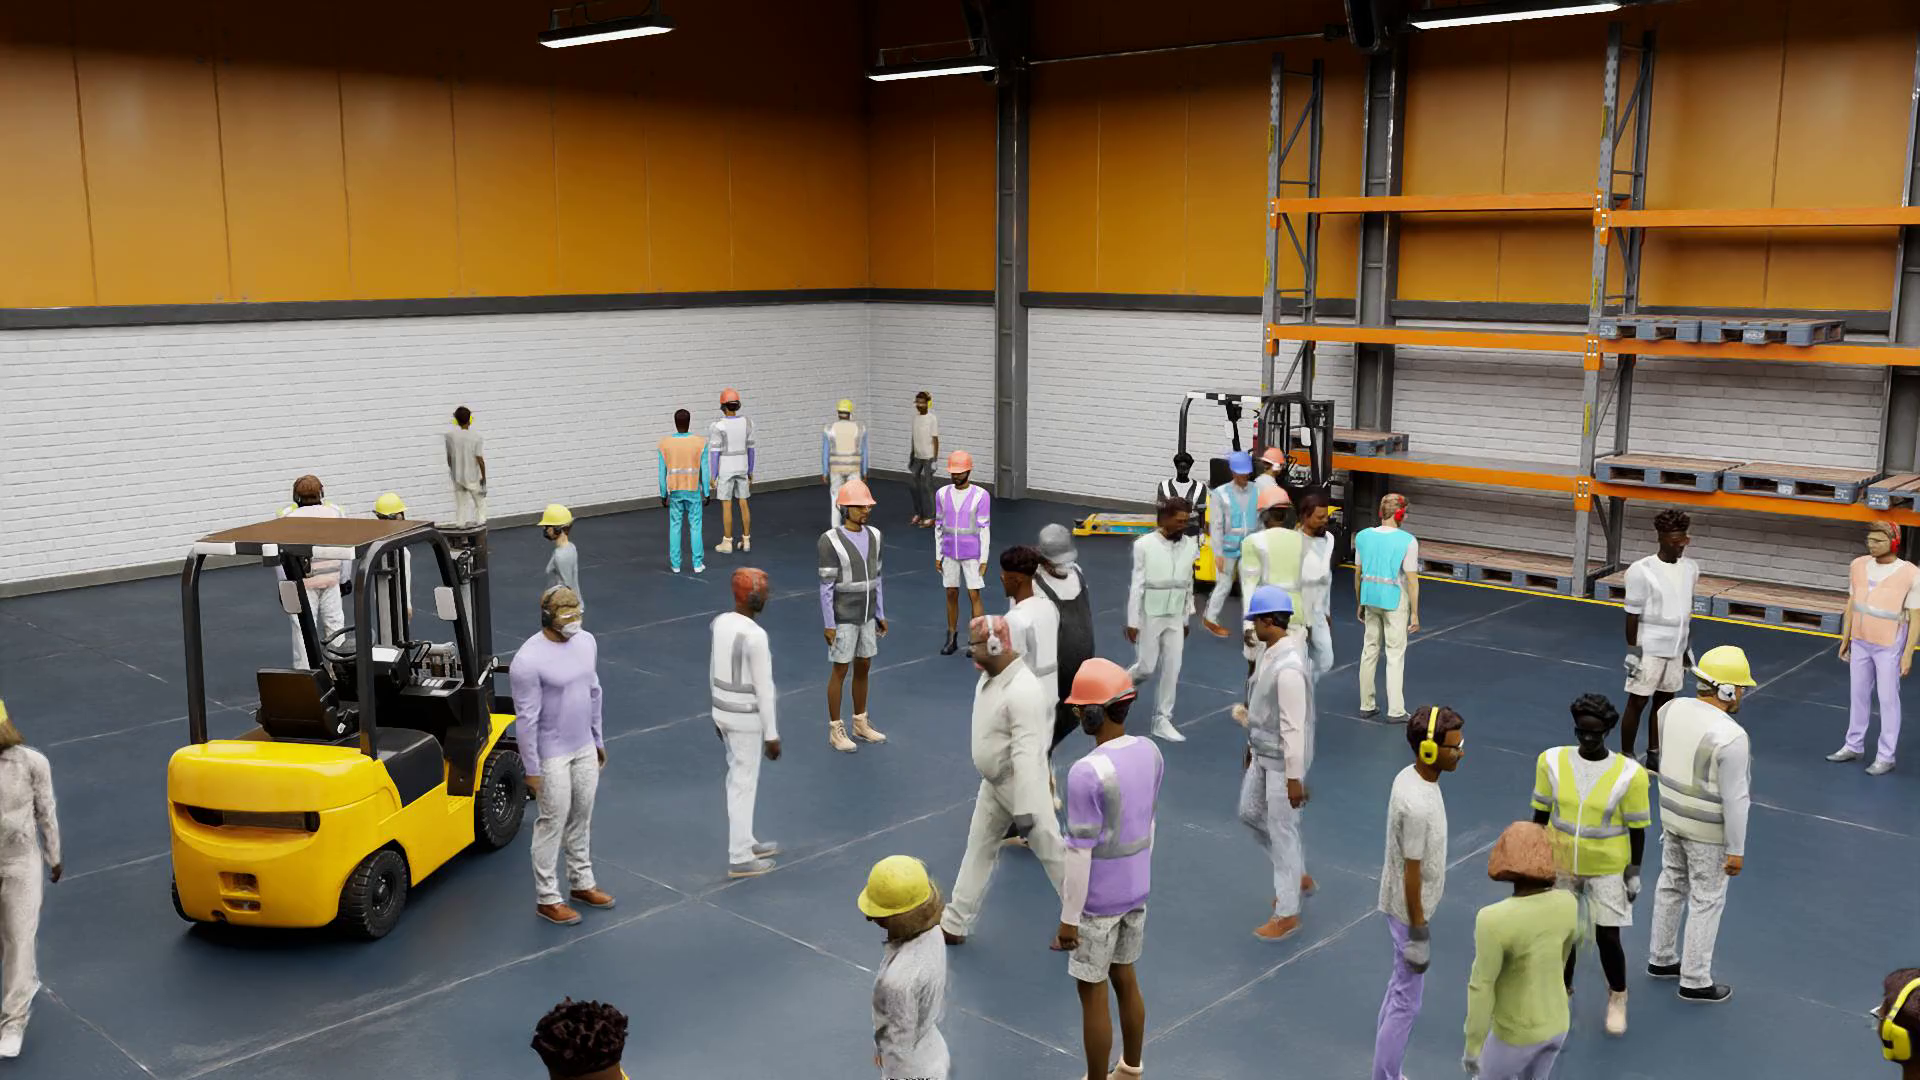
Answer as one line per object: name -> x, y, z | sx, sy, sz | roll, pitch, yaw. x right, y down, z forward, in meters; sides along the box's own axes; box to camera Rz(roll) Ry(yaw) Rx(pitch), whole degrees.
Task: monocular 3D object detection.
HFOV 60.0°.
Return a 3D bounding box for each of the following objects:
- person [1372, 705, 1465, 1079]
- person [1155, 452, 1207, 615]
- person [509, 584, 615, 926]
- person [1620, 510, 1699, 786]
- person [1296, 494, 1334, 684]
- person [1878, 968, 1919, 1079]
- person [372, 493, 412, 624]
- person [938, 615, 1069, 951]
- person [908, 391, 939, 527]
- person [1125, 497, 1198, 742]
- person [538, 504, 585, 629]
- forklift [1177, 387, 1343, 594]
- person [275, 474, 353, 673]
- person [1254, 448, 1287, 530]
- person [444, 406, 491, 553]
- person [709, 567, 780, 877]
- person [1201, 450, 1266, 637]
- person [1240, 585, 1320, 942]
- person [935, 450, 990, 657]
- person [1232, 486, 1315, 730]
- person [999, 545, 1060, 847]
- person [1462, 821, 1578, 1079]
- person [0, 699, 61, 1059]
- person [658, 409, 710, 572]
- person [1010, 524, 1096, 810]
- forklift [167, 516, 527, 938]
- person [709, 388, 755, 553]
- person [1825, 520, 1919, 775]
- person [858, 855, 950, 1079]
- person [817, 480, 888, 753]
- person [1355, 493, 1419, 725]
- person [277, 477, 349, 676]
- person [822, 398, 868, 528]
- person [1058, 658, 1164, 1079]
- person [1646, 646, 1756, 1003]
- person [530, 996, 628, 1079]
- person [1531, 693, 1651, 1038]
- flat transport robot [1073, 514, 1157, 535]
person -> 1.959, 1.604, 7.143 | 0.330, 1.862, 0.506 | 3, 10, 16
person -> 2.272, -0.069, 17.118 | 0.532, 1.697, 0.319 | 1, 10, 5
person -> -2.232, 1.188, 9.312 | 0.367, 1.929, 0.637 | 5, 11, 27
person -> 4.919, 0.750, 11.686 | 0.609, 1.964, 0.367 | -4, 11, -22
person -> 2.659, 0.573, 12.846 | 0.644, 1.908, 0.425 | -9, 13, -42
person -> 2.552, 2.066, 4.504 | 0.517, 1.861, 0.322 | -1, 10, -7
person -> -4.654, 0.493, 13.711 | 0.300, 1.772, 0.524 | -8, 13, -38
person -> 0.250, 1.309, 8.894 | 1.021, 1.835, 0.723 | -3, 10, -18
person -> -0.501, -1.094, 22.530 | 0.546, 1.849, 0.360 | 9, 14, 43
person -> 1.510, 0.581, 12.881 | 0.658, 1.878, 0.719 | -5, 11, -29
person -> -3.139, 0.592, 13.157 | 0.331, 1.768, 0.526 | -1, 10, -8
forklift -> 3.298, -0.608, 18.767 | 1.214, 2.155, 2.313 | 9, 13, 42
person -> -5.569, 0.343, 14.362 | 0.634, 1.839, 0.429 | -6, 11, -29
person -> 3.177, -0.079, 17.108 | 0.396, 1.732, 0.566 | -2, 10, -10
person -> -6.022, -0.724, 20.414 | 0.504, 1.854, 0.497 | 0, 10, 2
person -> -1.292, 1.087, 10.029 | 0.382, 1.877, 0.586 | -7, 12, -33
person -> 2.621, 0.063, 15.801 | 0.610, 1.904, 0.875 | -2, 10, -12
person -> 1.790, 1.210, 9.199 | 0.456, 1.919, 0.682 | 0, 10, -2
person -> 0.011, 0.126, 15.354 | 0.544, 1.930, 0.388 | 4, 11, 22
person -> 2.411, 0.585, 12.665 | 0.633, 1.965, 1.002 | -2, 10, -13
person -> 0.357, 0.987, 10.383 | 0.568, 1.946, 0.615 | 7, 12, 34
person -> 2.133, 1.874, 6.310 | 0.537, 1.612, 0.392 | -6, 12, -31
person -> -4.590, 1.546, 7.925 | 0.506, 1.689, 0.922 | -3, 10, -16
person -> -3.204, -0.565, 19.343 | 0.587, 1.911, 0.397 | 0, 10, -1
person -> 0.570, 0.806, 11.158 | 0.695, 2.000, 0.737 | 8, 13, 39
forklift -> -3.583, 0.976, 9.748 | 1.214, 2.155, 2.313 | 2, 10, 11
person -> -2.832, -0.856, 20.610 | 0.608, 2.044, 0.370 | -7, 12, -35
person -> 6.622, 0.759, 11.976 | 0.372, 1.843, 0.570 | -4, 11, -22
person -> -0.186, 1.898, 5.874 | 0.469, 1.706, 0.520 | 2, 10, 13
person -> -0.786, 0.562, 12.524 | 0.366, 2.048, 0.606 | 9, 14, 43
person -> 3.380, 0.546, 13.211 | 0.389, 1.837, 0.563 | -9, 14, -43
person -> -5.521, 0.374, 14.190 | 0.429, 1.842, 0.627 | 9, 14, 43
person -> -1.496, -0.932, 21.681 | 0.599, 1.837, 0.403 | -1, 10, -6
person -> 0.615, 1.509, 7.190 | 0.411, 2.033, 0.612 | 8, 13, 37
person -> 3.718, 1.416, 8.324 | 0.403, 1.818, 0.602 | -2, 10, -14
person -> -0.924, 2.072, 4.156 | 0.600, 1.967, 0.368 | -9, 14, -43
person -> 2.991, 1.547, 7.951 | 0.546, 1.688, 0.320 | 8, 13, 38
flat transport robot -> 2.240, -0.198, 21.906 | 1.431, 0.197, 0.652 | 2, 10, 11
